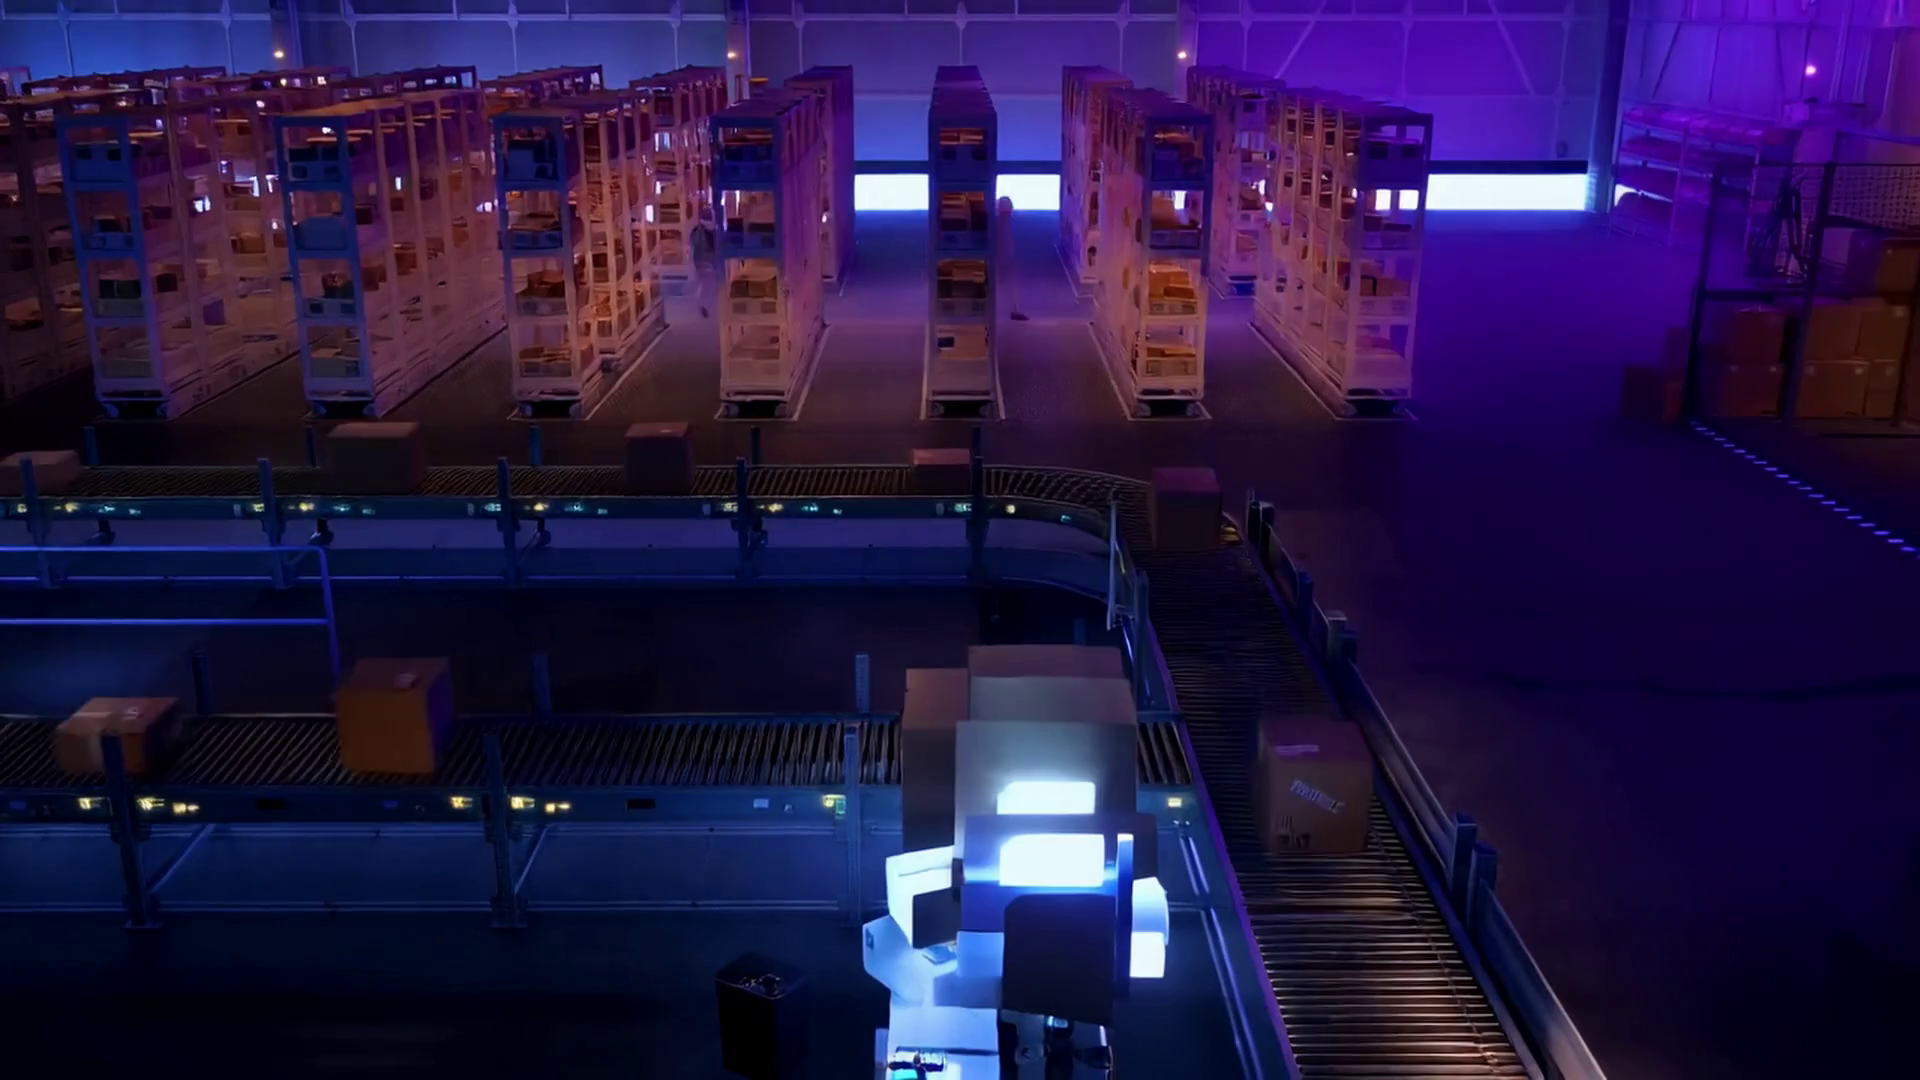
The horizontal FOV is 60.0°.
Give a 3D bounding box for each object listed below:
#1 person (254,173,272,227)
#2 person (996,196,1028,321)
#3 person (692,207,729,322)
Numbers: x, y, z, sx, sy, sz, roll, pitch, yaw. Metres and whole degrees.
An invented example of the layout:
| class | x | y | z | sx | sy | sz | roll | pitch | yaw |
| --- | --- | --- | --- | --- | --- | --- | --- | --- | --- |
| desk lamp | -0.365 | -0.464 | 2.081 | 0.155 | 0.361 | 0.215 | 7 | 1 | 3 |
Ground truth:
| class | x | y | z | sx | sy | sz | roll | pitch | yaw |
| --- | --- | --- | --- | --- | --- | --- | --- | --- | --- |
| person | -14.117 | -6.815 | 33.654 | 0.389 | 1.838 | 0.564 | -3 | 18 | -9 |
| person | 0.565 | -4.425 | 26.123 | 0.941 | 1.953 | 0.639 | 9 | 20 | 26 |
| person | -3.877 | -4.273 | 25.864 | 0.462 | 1.809 | 0.649 | 16 | 24 | 40 |
